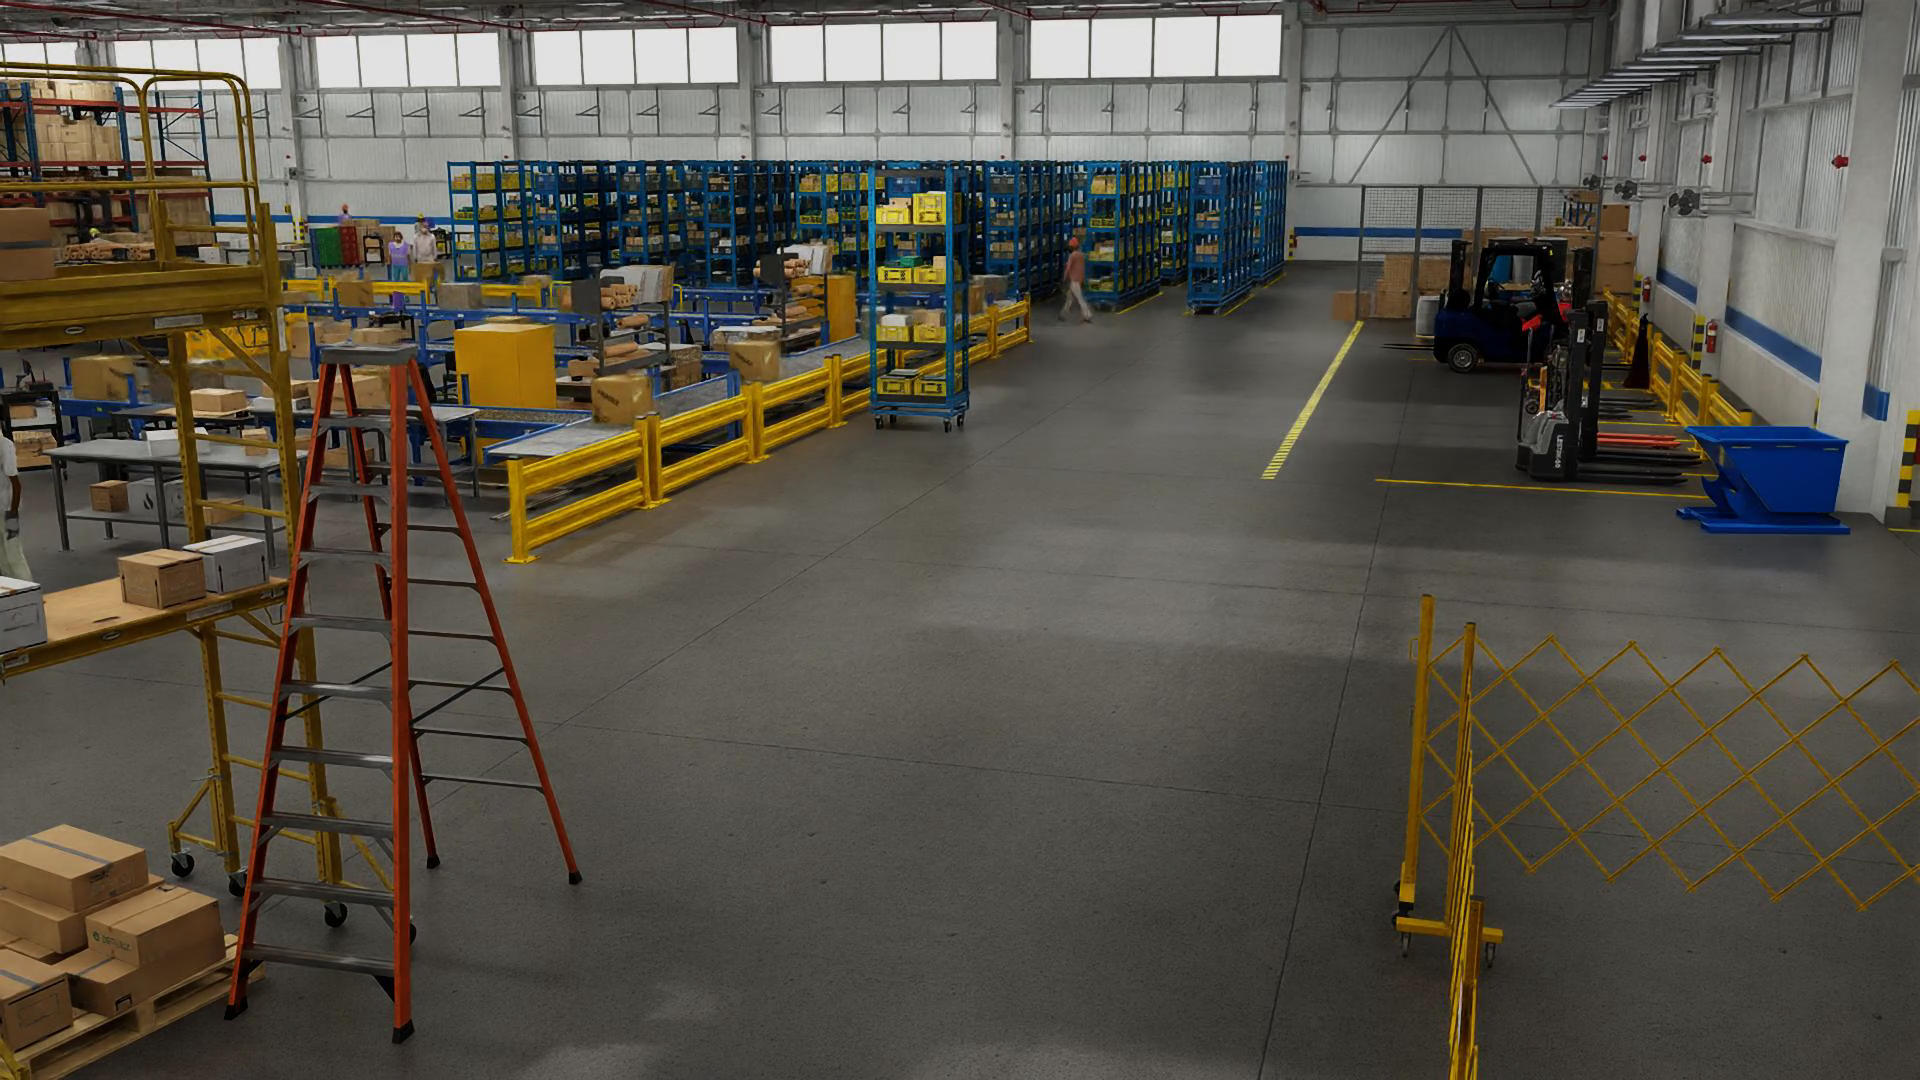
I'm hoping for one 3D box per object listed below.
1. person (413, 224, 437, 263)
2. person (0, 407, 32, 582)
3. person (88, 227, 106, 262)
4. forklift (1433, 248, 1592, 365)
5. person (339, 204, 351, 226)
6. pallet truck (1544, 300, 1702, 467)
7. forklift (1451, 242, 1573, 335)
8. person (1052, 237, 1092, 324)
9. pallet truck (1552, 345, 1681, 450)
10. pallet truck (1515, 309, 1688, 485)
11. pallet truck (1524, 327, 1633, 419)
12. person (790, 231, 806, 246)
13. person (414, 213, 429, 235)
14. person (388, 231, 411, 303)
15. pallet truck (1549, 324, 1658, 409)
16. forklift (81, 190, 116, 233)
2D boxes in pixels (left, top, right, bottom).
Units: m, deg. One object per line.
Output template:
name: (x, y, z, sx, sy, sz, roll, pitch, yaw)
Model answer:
person: (-15.024, -7.932, 46.751, 0.642, 1.860, 0.974, -5, 14, -20)
person: (-7.735, -0.213, 13.395, 0.520, 1.873, 0.328, 10, 16, 36)
person: (-23.770, -7.698, 45.863, 0.416, 1.819, 0.594, 5, 14, 19)
forklift: (9.780, -4.111, 29.280, 2.680, 1.987, 1.157, 3, 13, 14)
person: (-23.788, -12.027, 64.359, 0.890, 1.908, 0.552, 6, 14, 23)
pallet truck: (8.263, -1.952, 20.631, 1.885, 1.965, 0.823, 5, 14, 20)
forklift: (10.464, -4.597, 31.405, 2.680, 1.987, 1.157, 4, 14, 16)
person: (2.594, -5.887, 37.779, 1.070, 1.941, 0.612, 7, 15, 27)
pallet truck: (8.641, -1.896, 21.908, 1.630, 1.274, 0.653, 4, 14, 16)
pallet truck: (7.554, -1.677, 19.446, 1.885, 1.965, 0.823, 3, 13, 14)
pallet truck: (9.065, -2.460, 24.370, 1.522, 1.261, 0.704, 3, 13, 14)
person: (-4.209, -7.189, 43.662, 0.598, 1.814, 0.465, 6, 14, 25)
person: (-19.142, -10.743, 59.184, 0.485, 1.734, 0.346, -8, 15, -31)
person: (-14.500, -7.073, 43.090, 0.564, 1.842, 0.388, -1, 13, -5)
pallet truck: (9.824, -2.669, 25.407, 1.601, 1.201, 0.680, 4, 14, 16)
forklift: (-27.992, -10.156, 54.141, 1.129, 2.768, 1.873, 4, 14, 16)
